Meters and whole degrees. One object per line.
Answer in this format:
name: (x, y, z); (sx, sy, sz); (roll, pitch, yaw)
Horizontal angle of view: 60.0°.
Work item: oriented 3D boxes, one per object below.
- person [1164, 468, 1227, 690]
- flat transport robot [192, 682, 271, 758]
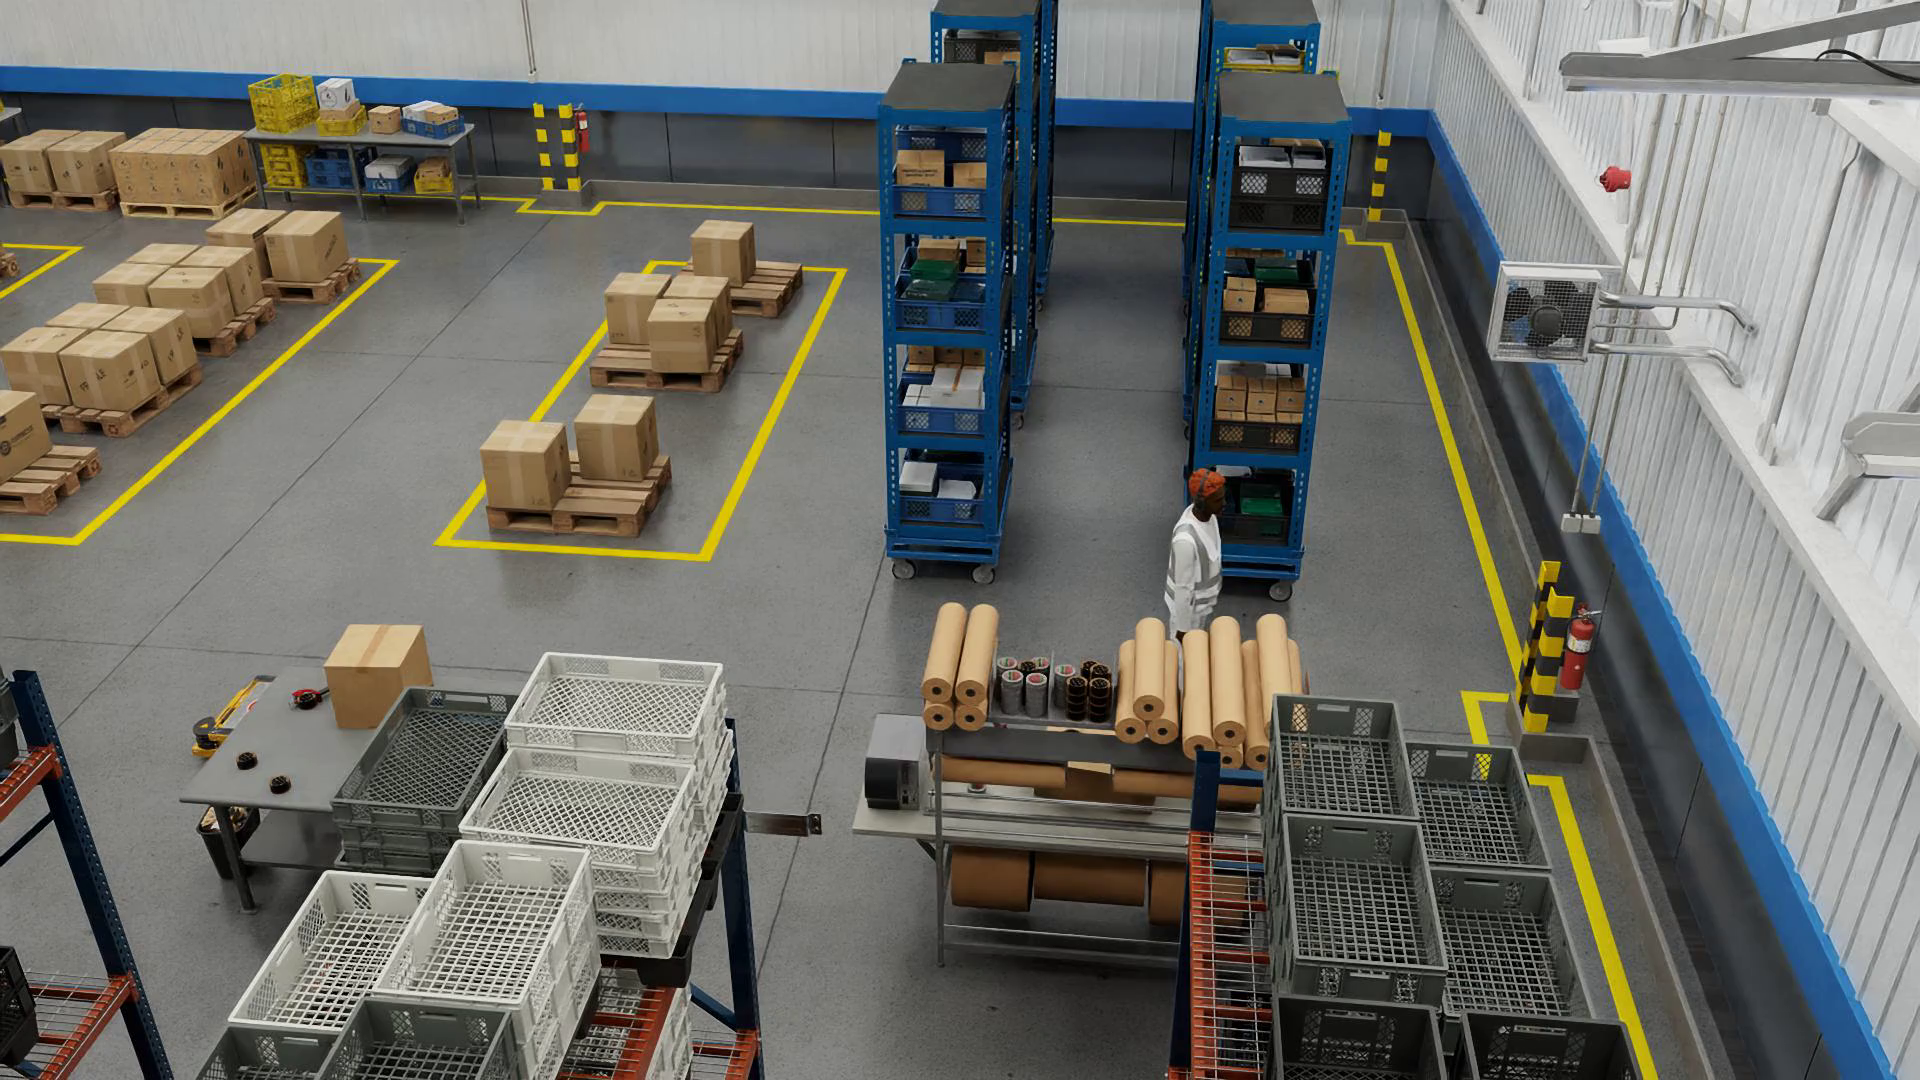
person: (1.452, 0.400, 10.381); (0.340, 1.882, 0.579); (11, 32, 18)
flat transport robot: (-4.089, 1.163, 10.648); (1.431, 0.197, 0.652); (3, 30, 6)
